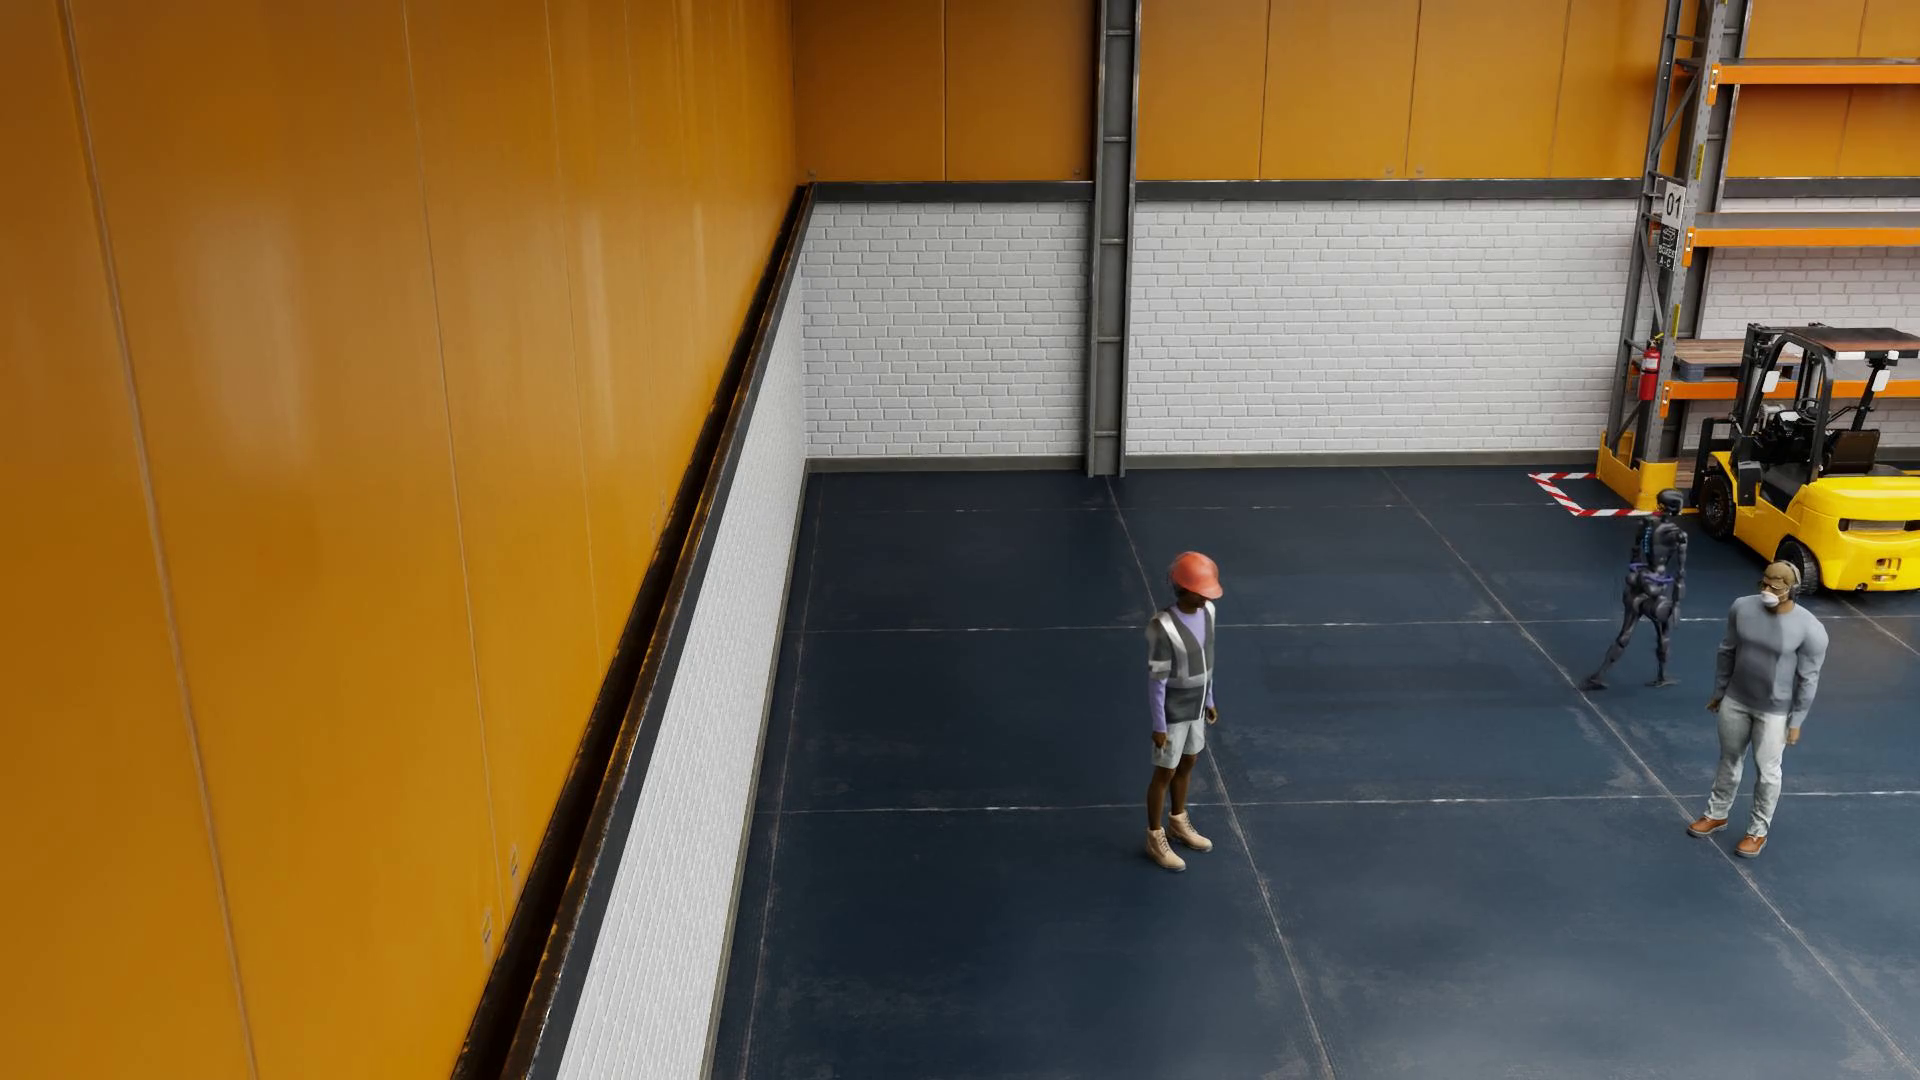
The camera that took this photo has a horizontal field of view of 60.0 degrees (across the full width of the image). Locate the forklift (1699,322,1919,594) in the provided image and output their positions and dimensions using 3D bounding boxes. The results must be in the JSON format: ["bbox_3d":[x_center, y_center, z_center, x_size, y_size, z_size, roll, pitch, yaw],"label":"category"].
[{"bbox_3d":[7.809,-0.792,14.926,1.214,2.155,2.313,-1,20,-2],"label":"forklift"}]

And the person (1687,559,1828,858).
[{"bbox_3d":[4.966,1.033,10.345,0.373,1.939,0.628,-14,24,-33],"label":"person"}]

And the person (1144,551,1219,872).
[{"bbox_3d":[1.377,1.031,10.202,0.368,2.044,0.606,17,26,39],"label":"person"}]

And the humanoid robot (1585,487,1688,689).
[{"bbox_3d":[5.182,0.387,12.563,0.769,1.651,0.590,-7,21,-18],"label":"humanoid robot"}]
